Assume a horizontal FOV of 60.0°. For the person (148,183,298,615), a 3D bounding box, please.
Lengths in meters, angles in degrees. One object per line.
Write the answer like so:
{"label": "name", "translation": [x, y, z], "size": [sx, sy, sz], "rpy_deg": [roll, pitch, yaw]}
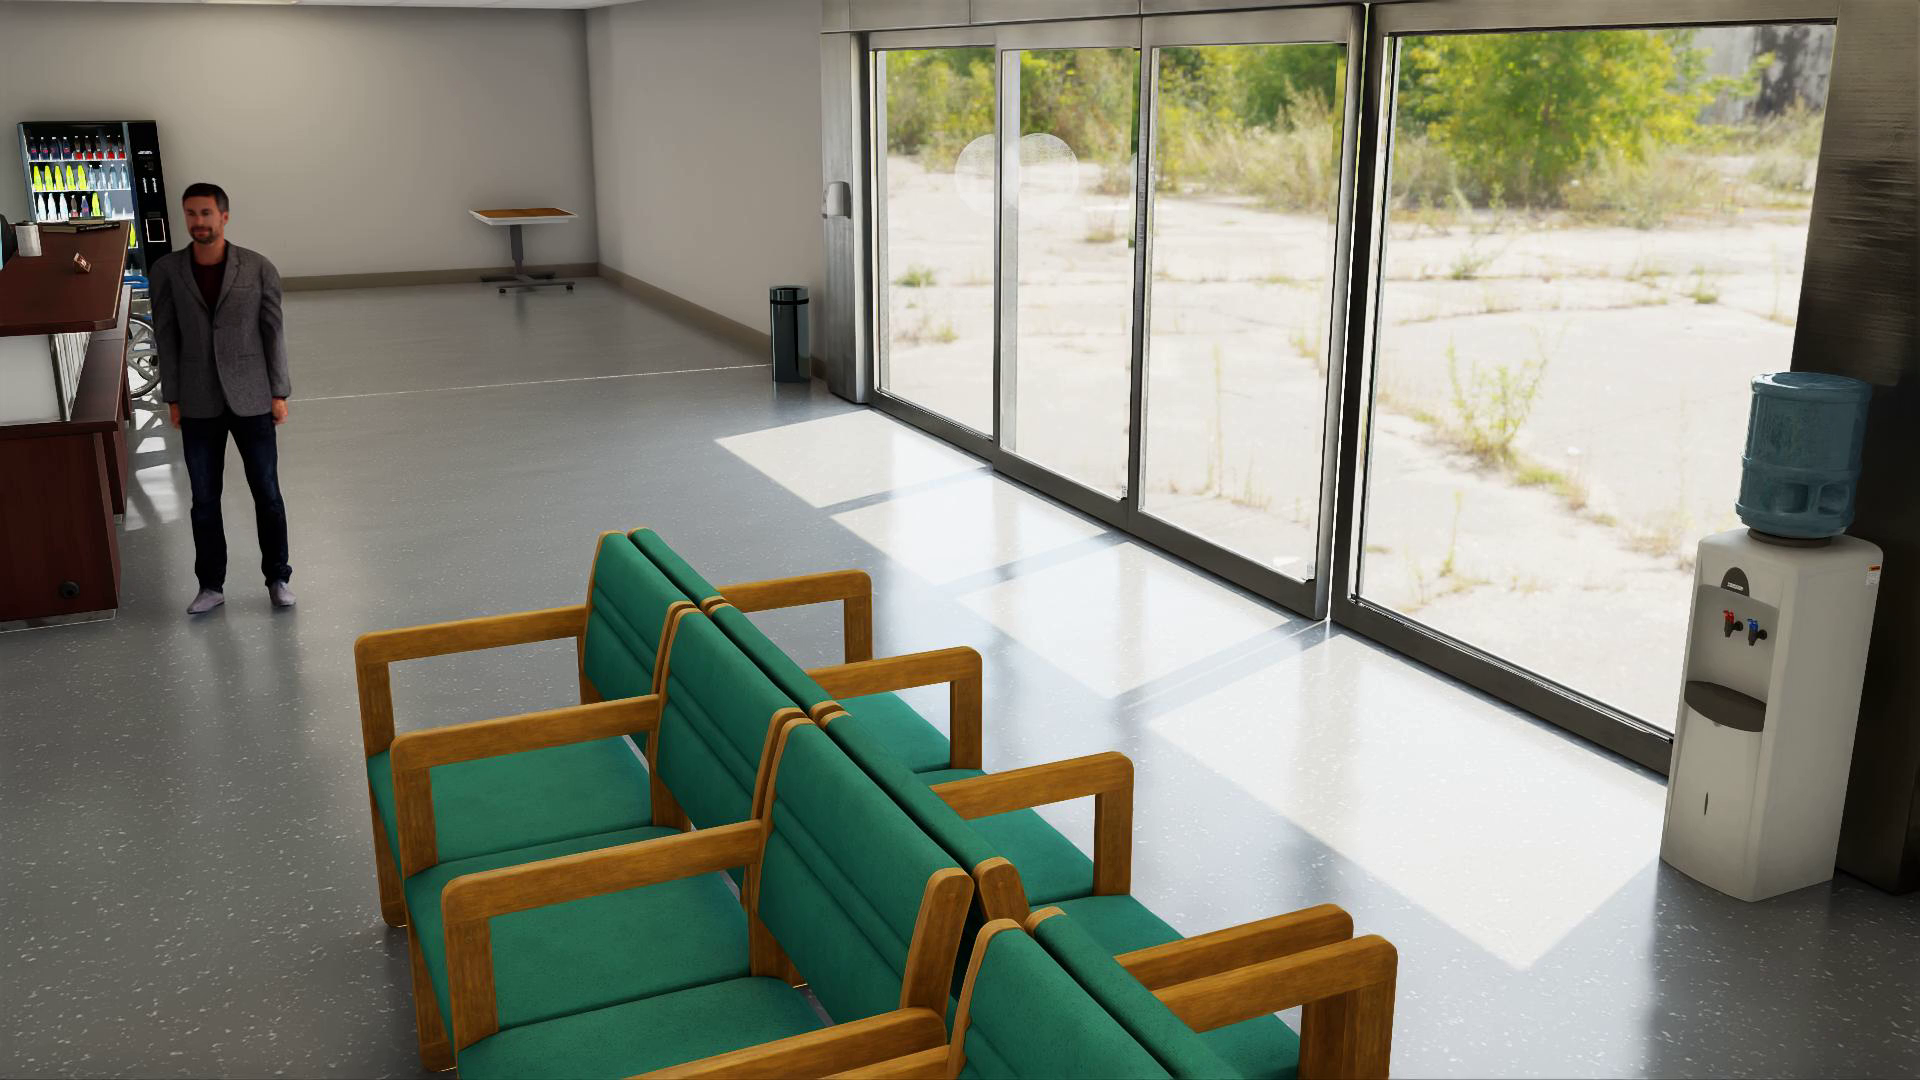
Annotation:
{"label": "person", "translation": [-3.198, -0.611, 7.241], "size": [0.583, 1.874, 0.773], "rpy_deg": [-5, 16, -16]}
